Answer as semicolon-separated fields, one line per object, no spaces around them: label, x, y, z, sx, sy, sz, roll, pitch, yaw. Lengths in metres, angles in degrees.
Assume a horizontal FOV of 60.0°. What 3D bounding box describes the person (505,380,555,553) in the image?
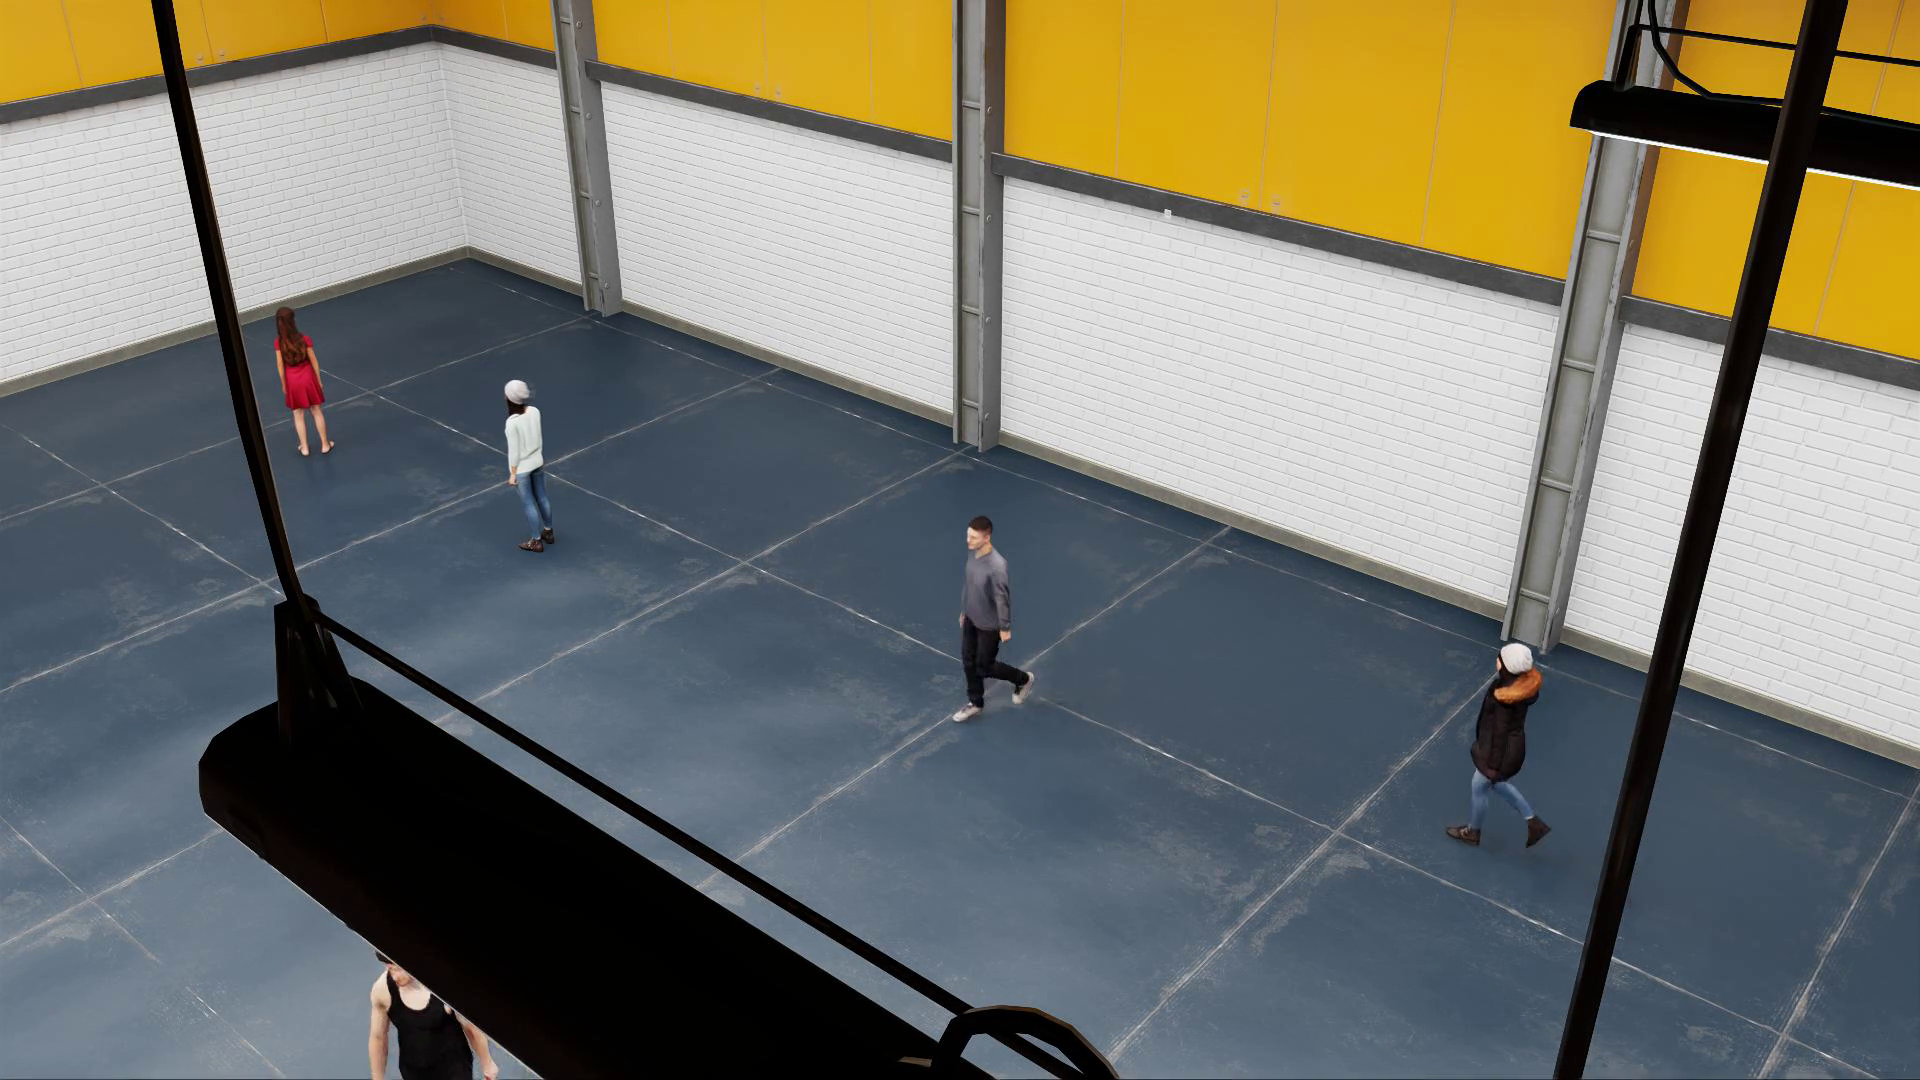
person;-3.892;-0.679;14.947;0.560;1.647;0.621;13;31;23

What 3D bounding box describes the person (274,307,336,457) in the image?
person;-6.637;-1.601;16.737;0.669;1.551;0.728;-9;30;-16

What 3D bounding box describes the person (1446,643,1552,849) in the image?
person;3.684;1.424;11.121;0.927;1.619;0.698;17;33;28

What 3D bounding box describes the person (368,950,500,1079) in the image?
person;-2.668;2.664;8.603;1.139;1.853;1.113;4;29;7

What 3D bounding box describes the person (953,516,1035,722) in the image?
person;0.260;0.579;12.538;0.857;1.745;0.902;-15;32;-26
